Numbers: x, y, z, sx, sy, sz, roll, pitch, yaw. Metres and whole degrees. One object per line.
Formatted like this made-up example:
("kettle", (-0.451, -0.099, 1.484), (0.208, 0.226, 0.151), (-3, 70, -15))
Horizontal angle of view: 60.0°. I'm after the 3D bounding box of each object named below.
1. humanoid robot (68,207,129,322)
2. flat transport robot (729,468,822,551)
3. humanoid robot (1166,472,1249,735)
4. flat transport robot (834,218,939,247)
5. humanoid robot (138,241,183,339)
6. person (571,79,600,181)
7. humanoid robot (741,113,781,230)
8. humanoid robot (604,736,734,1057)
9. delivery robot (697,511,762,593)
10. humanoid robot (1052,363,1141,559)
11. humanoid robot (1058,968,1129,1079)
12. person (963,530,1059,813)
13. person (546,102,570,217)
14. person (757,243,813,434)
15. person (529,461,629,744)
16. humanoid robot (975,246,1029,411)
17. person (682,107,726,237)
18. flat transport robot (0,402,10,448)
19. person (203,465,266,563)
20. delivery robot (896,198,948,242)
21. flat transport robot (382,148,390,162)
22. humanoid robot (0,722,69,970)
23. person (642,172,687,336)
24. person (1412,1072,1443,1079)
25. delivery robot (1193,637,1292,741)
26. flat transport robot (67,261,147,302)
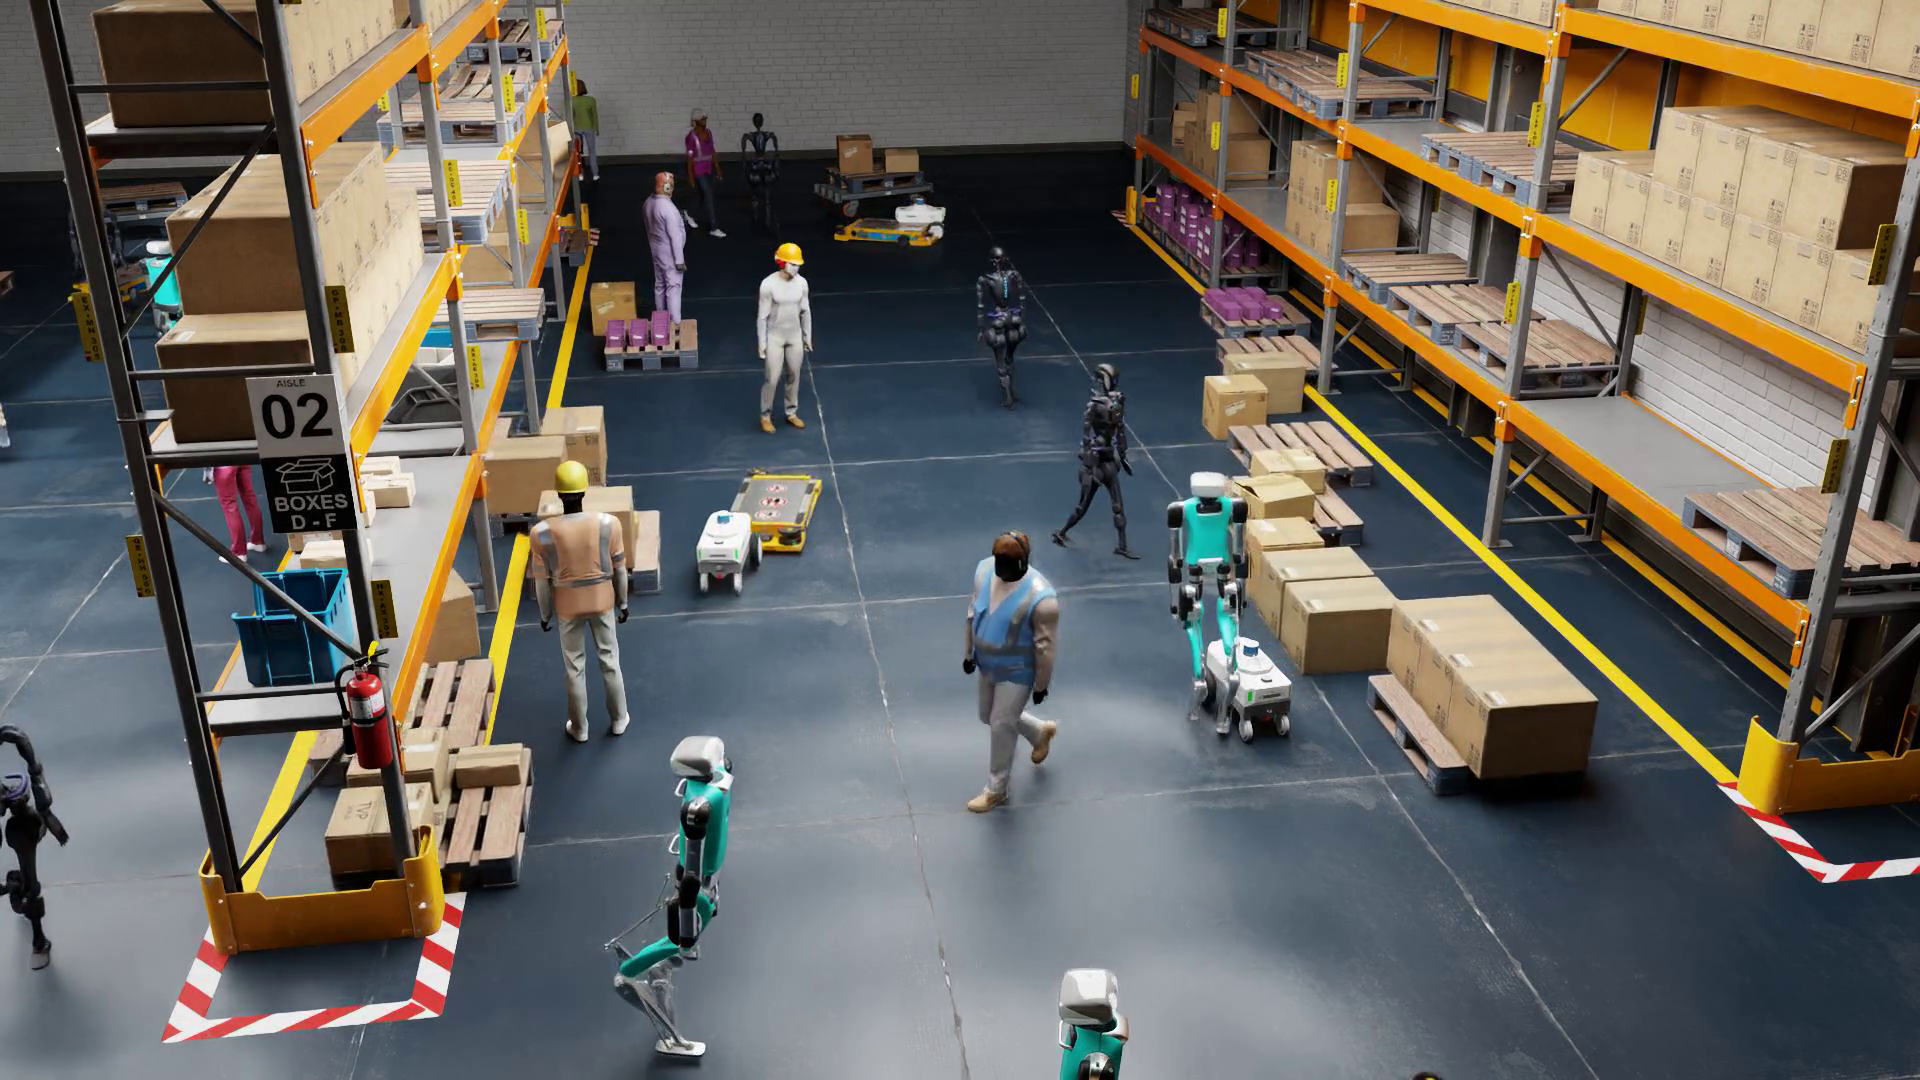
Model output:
("humanoid robot", (-10.173, -3.395, 19.681), (0.608, 1.651, 0.468), (-5, 24, -10))
("flat transport robot", (-1.597, -0.260, 14.270), (0.659, 0.231, 1.431), (1, 24, 2))
("humanoid robot", (1.626, 0.498, 10.730), (0.554, 1.779, 0.778), (-2, 24, -4))
("flat transport robot", (-1.006, -4.377, 23.650), (1.431, 0.231, 0.659), (6, 25, 14))
("humanoid robot", (-7.788, -2.207, 16.827), (0.537, 1.749, 0.677), (8, 25, 17))
("person", (-6.180, -6.728, 27.318), (0.508, 1.627, 0.290), (-2, 24, -5))
("humanoid robot", (-2.904, -5.378, 24.188), (0.593, 1.636, 0.610), (-6, 24, -13))
("humanoid robot", (-1.404, 1.792, 7.905), (0.727, 1.902, 0.543), (2, 24, 5))
("delivery robot", (-1.863, 0.060, 13.177), (0.499, 0.587, 0.766), (0, 24, 1))
("humanoid robot", (1.130, -0.650, 13.471), (0.786, 1.630, 0.584), (18, 29, 35))
("humanoid robot", (0.246, 2.355, 6.320), (0.735, 1.677, 0.533), (2, 24, 4))
("person", (0.336, 0.744, 10.058), (0.708, 1.814, 0.630), (-19, 30, -36))
("person", (-6.028, -5.577, 24.549), (0.395, 1.732, 0.590), (-17, 29, -34))
("person", (-1.697, -1.955, 16.134), (0.592, 1.875, 0.422), (-15, 28, -31))
("person", (-2.422, 0.406, 10.693), (0.583, 1.927, 0.363), (-8, 25, -17))
("humanoid robot", (0.434, -2.160, 16.862), (0.584, 1.642, 0.531), (-12, 26, -25))
("person", (-3.713, -5.276, 23.776), (0.824, 1.819, 0.551), (13, 27, 27))
("flat transport robot", (-9.558, -0.819, 15.543), (0.659, 0.231, 1.431), (-14, 27, -28))
("person", (-5.881, -0.610, 13.376), (0.287, 1.626, 0.500), (8, 25, 17))
("delivery robot", (-0.531, -4.561, 23.729), (0.790, 0.608, 0.499), (1, 24, 3))
("flat transport robot", (-9.152, -4.935, 24.922), (1.431, 0.231, 0.659), (-1, 24, -2))
("humanoid robot", (-5.023, 1.417, 8.726), (0.594, 1.636, 0.638), (-8, 25, -18))
("person", (-3.335, -3.267, 19.092), (0.413, 1.904, 0.639), (-18, 29, -35))
("person", (1.604, 2.651, 5.730), (0.591, 1.799, 0.989), (20, 31, 38))
("delivery robot", (1.924, 0.956, 11.160), (0.499, 0.607, 0.808), (-7, 25, -15))
("flat transport robot", (-10.567, -3.266, 21.119), (0.659, 0.231, 1.431), (5, 24, 11))
